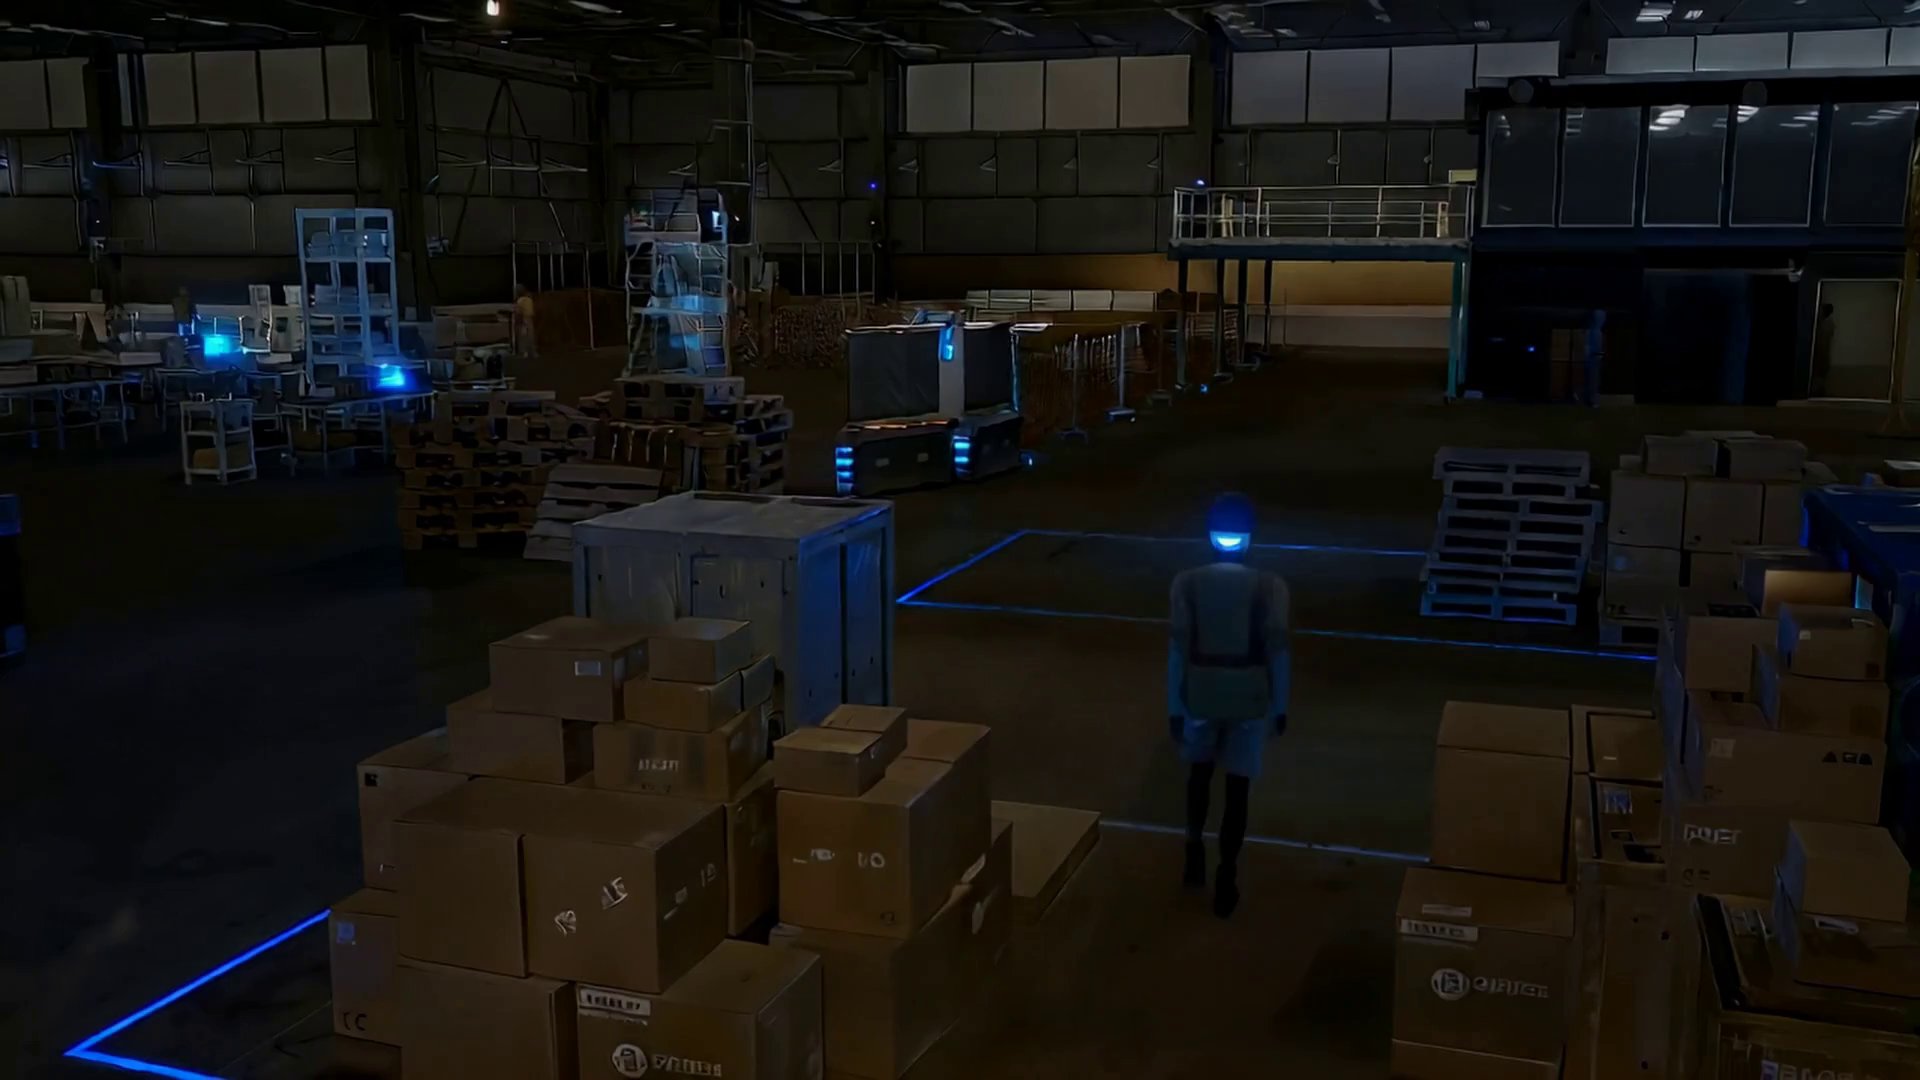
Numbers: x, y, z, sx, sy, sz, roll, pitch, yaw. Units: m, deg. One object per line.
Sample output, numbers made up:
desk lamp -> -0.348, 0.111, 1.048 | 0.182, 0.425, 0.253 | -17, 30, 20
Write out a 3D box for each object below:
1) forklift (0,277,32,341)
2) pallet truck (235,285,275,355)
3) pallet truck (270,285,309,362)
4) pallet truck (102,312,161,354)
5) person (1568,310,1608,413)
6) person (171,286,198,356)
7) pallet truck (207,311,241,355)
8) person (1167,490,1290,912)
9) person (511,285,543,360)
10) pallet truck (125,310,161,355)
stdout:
forklift -> -27.151, -6.329, 46.328 | 1.157, 1.987, 2.680 | 3, 11, 17
pallet truck -> -18.327, -5.835, 44.421 | 0.823, 1.965, 1.885 | 4, 11, 23
pallet truck -> -17.147, -5.700, 43.663 | 0.823, 1.965, 1.885 | 3, 11, 17
pallet truck -> -23.057, -5.777, 46.261 | 0.680, 1.201, 1.601 | 3, 11, 19
person -> 11.458, -3.237, 30.154 | 0.593, 1.872, 0.599 | 3, 10, 16
person -> -21.053, -5.937, 45.252 | 0.636, 1.911, 0.405 | 1, 10, 5
pallet truck -> -19.537, -5.575, 44.913 | 0.653, 1.274, 1.630 | 3, 11, 19
person -> 1.229, 0.732, 7.627 | 0.544, 1.922, 0.491 | 3, 11, 18
person -> -11.429, -5.740, 43.924 | 0.692, 1.991, 0.694 | 4, 11, 23
pallet truck -> -22.038, -5.665, 45.457 | 0.704, 1.261, 1.522 | 3, 11, 17
